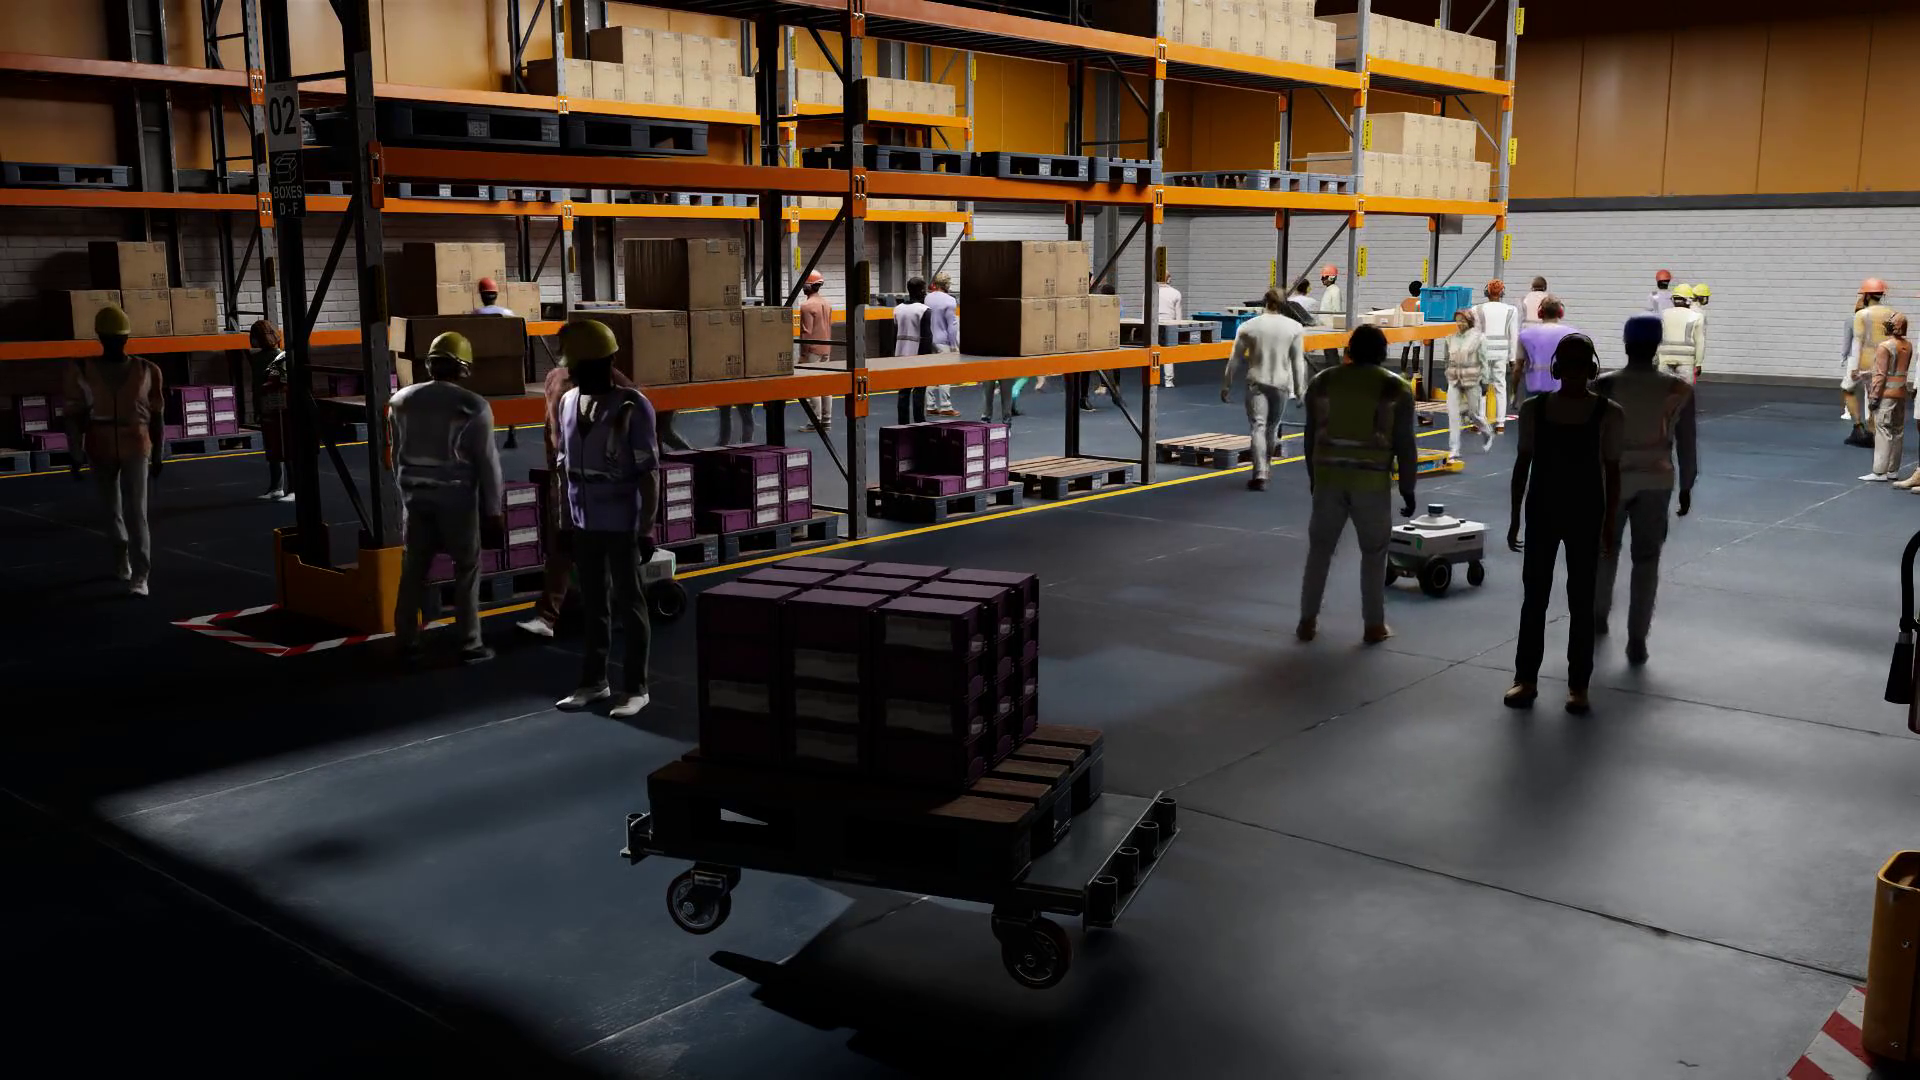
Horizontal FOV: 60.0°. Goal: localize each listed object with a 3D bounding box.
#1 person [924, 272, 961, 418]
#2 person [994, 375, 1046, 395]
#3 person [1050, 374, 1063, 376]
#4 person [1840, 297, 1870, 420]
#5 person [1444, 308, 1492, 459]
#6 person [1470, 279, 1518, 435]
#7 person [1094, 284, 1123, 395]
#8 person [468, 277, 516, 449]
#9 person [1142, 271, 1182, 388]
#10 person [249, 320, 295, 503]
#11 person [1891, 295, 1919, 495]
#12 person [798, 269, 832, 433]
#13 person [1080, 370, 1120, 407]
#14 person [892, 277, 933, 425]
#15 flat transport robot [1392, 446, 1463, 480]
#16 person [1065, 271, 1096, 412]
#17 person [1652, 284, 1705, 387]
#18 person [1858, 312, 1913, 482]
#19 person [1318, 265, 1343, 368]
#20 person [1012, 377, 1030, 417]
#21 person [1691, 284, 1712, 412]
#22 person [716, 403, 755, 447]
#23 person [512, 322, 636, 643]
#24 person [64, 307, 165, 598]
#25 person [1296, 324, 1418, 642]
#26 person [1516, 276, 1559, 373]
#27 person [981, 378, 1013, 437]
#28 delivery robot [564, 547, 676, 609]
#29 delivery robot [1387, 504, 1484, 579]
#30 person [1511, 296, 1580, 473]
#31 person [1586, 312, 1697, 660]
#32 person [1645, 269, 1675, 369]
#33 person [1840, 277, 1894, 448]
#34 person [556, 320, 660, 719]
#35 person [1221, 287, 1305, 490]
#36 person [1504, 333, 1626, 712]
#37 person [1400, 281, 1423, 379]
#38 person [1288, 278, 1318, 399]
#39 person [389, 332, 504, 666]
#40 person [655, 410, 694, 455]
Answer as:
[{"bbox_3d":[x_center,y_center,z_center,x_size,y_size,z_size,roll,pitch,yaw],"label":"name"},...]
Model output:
[{"bbox_3d":[-0.267,-2.603,22.225,0.376,1.937,0.629,-9,14,-42],"label":"person"},{"bbox_3d":[0.880,-3.235,25.618,0.859,2.018,0.613,-5,11,-27],"label":"person"},{"bbox_3d":[1.677,-3.723,29.444,0.315,1.640,0.515,-3,10,-17],"label":"person"},{"bbox_3d":[11.879,-2.396,21.908,0.499,1.633,0.278,3,10,16],"label":"person"},{"bbox_3d":[5.491,-1.692,17.922,0.694,1.615,0.545,-9,14,-42],"label":"person"},{"bbox_3d":[6.430,-2.210,20.134,0.587,1.882,0.341,0,10,3],"label":"person"},{"bbox_3d":[2.277,-3.087,25.660,0.540,1.695,0.317,-5,11,-26],"label":"person"},{"bbox_3d":[-5.234,-1.973,18.637,0.552,1.934,0.376,-6,12,-31],"label":"person"},{"bbox_3d":[3.275,-3.411,26.948,0.648,1.898,0.399,2,10,14],"label":"person"},{"bbox_3d":[-6.127,-1.144,14.814,0.497,1.626,0.287,7,12,34],"label":"person"},{"bbox_3d":[8.921,-1.429,15.263,0.385,2.035,0.605,0,10,2],"label":"person"},{"bbox_3d":[-1.791,-2.316,20.422,0.378,1.996,0.611,5,11,26],"label":"person"},{"bbox_3d":[1.860,-2.775,23.350,0.812,1.889,0.620,-9,13,-42],"label":"person"},{"bbox_3d":[-0.555,-2.130,19.591,0.590,1.916,0.398,10,14,44],"label":"person"},{"bbox_3d":[4.328,-0.769,16.522,1.431,0.197,0.652,-9,13,-41],"label":"flat transport robot"},{"bbox_3d":[1.669,-2.724,22.829,0.613,1.962,0.364,-6,12,-30],"label":"person"},{"bbox_3d":[8.632,-2.160,20.007,0.598,1.828,0.403,8,13,39],"label":"person"},{"bbox_3d":[8.987,-1.377,16.090,0.511,1.641,0.307,-7,12,-34],"label":"person"},{"bbox_3d":[5.789,-3.311,26.087,0.396,1.993,0.617,0,10,0],"label":"person"},{"bbox_3d":[0.705,-2.502,22.185,0.540,1.741,0.575,6,12,30],"label":"person"},{"bbox_3d":[10.135,-2.634,22.911,0.325,1.763,0.534,0,10,-1],"label":"person"},{"bbox_3d":[-2.174,-1.453,15.934,0.555,1.862,0.463,4,11,24],"label":"person"},{"bbox_3d":[-2.176,-0.319,9.511,0.713,1.833,0.995,4,11,22],"label":"person"},{"bbox_3d":[-5.570,-0.603,11.016,0.586,1.886,0.983,-5,11,-24],"label":"person"},{"bbox_3d":[2.273,-0.316,9.528,0.686,1.825,0.478,5,11,27],"label":"person"},{"bbox_3d":[8.819,-3.109,25.417,0.644,1.824,0.455,6,12,31],"label":"person"},{"bbox_3d":[0.444,-2.086,19.833,0.490,1.741,0.323,2,10,13],"label":"person"},{"bbox_3d":[-2.075,0.195,9.959,0.707,0.478,0.477,-8,13,-37],"label":"delivery robot"},{"bbox_3d":[3.151,0.004,11.047,0.707,0.478,0.477,-7,12,-35],"label":"delivery robot"},{"bbox_3d":[5.499,-1.381,15.621,0.591,1.811,0.826,3,10,14],"label":"person"},{"bbox_3d":[3.816,-0.329,9.399,0.639,1.887,1.019,4,11,20],"label":"person"},{"bbox_3d":[11.329,-3.405,26.846,0.547,1.926,0.568,0,10,-1],"label":"person"},{"bbox_3d":[10.297,-2.004,18.844,0.562,1.919,0.417,-2,10,-11],"label":"person"},{"bbox_3d":[-1.715,-0.097,8.015,0.588,1.916,0.392,6,12,31],"label":"person"},{"bbox_3d":[2.868,-1.446,15.795,0.762,1.868,1.027,1,10,8],"label":"person"},{"bbox_3d":[2.948,-0.084,8.141,0.514,1.845,0.339,5,11,28],"label":"person"},{"bbox_3d":[7.764,-3.582,28.477,0.321,1.697,0.529,-7,12,-33],"label":"person"},{"bbox_3d":[5.120,-3.038,25.049,0.541,1.820,1.002,4,11,20],"label":"person"},{"bbox_3d":[-2.779,-0.207,8.960,0.667,1.806,0.506,2,10,10],"label":"person"},{"bbox_3d":[-2.828,-1.400,15.766,0.628,1.802,0.601,-8,13,-38],"label":"person"}]
